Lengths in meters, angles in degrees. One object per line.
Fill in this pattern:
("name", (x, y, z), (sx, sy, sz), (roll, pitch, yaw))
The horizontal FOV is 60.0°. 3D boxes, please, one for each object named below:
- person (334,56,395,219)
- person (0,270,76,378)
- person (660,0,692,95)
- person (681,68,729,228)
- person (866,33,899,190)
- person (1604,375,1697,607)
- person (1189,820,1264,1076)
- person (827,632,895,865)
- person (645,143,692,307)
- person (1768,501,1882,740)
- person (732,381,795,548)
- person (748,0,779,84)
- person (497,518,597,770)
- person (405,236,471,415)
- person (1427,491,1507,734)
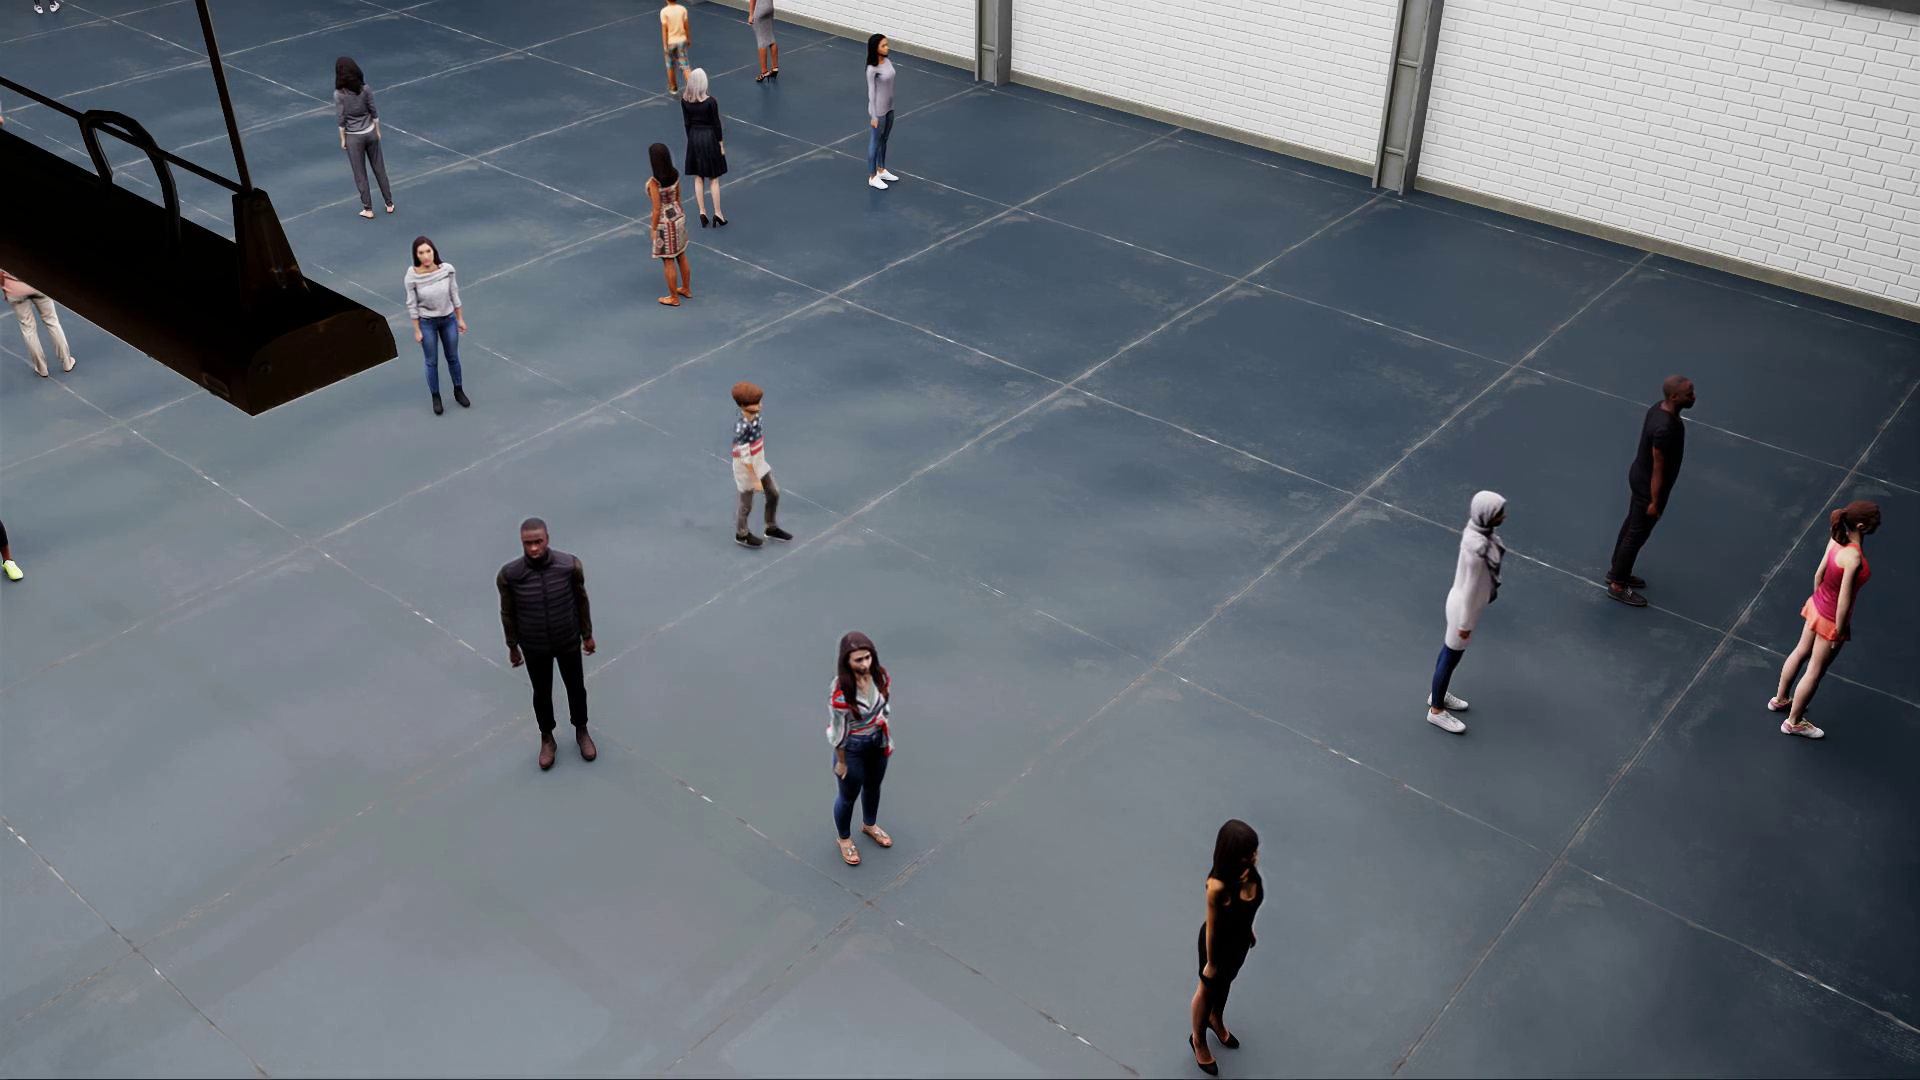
("person", (-6.561, -4.412, 18.215), (0.642, 1.764, 0.581), (-23, 40, -31))
("person", (-8.470, -2.307, 15.082), (0.663, 1.726, 0.632), (-19, 38, -26))
("person", (-3.647, -6.398, 21.500), (0.786, 1.436, 1.032), (-15, 36, -21))
("person", (-2.754, -4.232, 17.960), (0.640, 1.747, 0.746), (8, 34, 12))
("person", (-0.914, -4.914, 18.996), (0.607, 1.735, 0.664), (15, 36, 21))
("person", (5.017, -0.384, 12.105), (0.694, 1.819, 0.738), (11, 35, 16))
("person", (1.358, 2.068, 8.569), (0.469, 1.650, 0.557), (26, 41, 33))
("person", (-0.589, 1.213, 9.889), (0.632, 1.612, 0.563), (-24, 41, -32))
("person", (-2.878, -3.116, 16.373), (0.598, 1.644, 0.692), (17, 37, 23))
("person", (5.661, 0.491, 10.848), (0.710, 1.753, 0.666), (2, 34, 3))
("person", (-1.663, -0.566, 12.739), (0.752, 1.421, 0.646), (11, 35, 16))
("person", (-2.620, -6.993, 22.083), (0.509, 1.781, 0.586), (24, 41, 32))
("person", (-2.590, 0.639, 10.552), (0.775, 1.835, 0.778), (-10, 35, -14))
("person", (-4.582, -1.897, 14.549), (0.661, 1.633, 0.617), (-19, 38, -26))
("person", (3.310, 0.444, 10.899), (0.623, 1.775, 0.663), (14, 36, 20))
